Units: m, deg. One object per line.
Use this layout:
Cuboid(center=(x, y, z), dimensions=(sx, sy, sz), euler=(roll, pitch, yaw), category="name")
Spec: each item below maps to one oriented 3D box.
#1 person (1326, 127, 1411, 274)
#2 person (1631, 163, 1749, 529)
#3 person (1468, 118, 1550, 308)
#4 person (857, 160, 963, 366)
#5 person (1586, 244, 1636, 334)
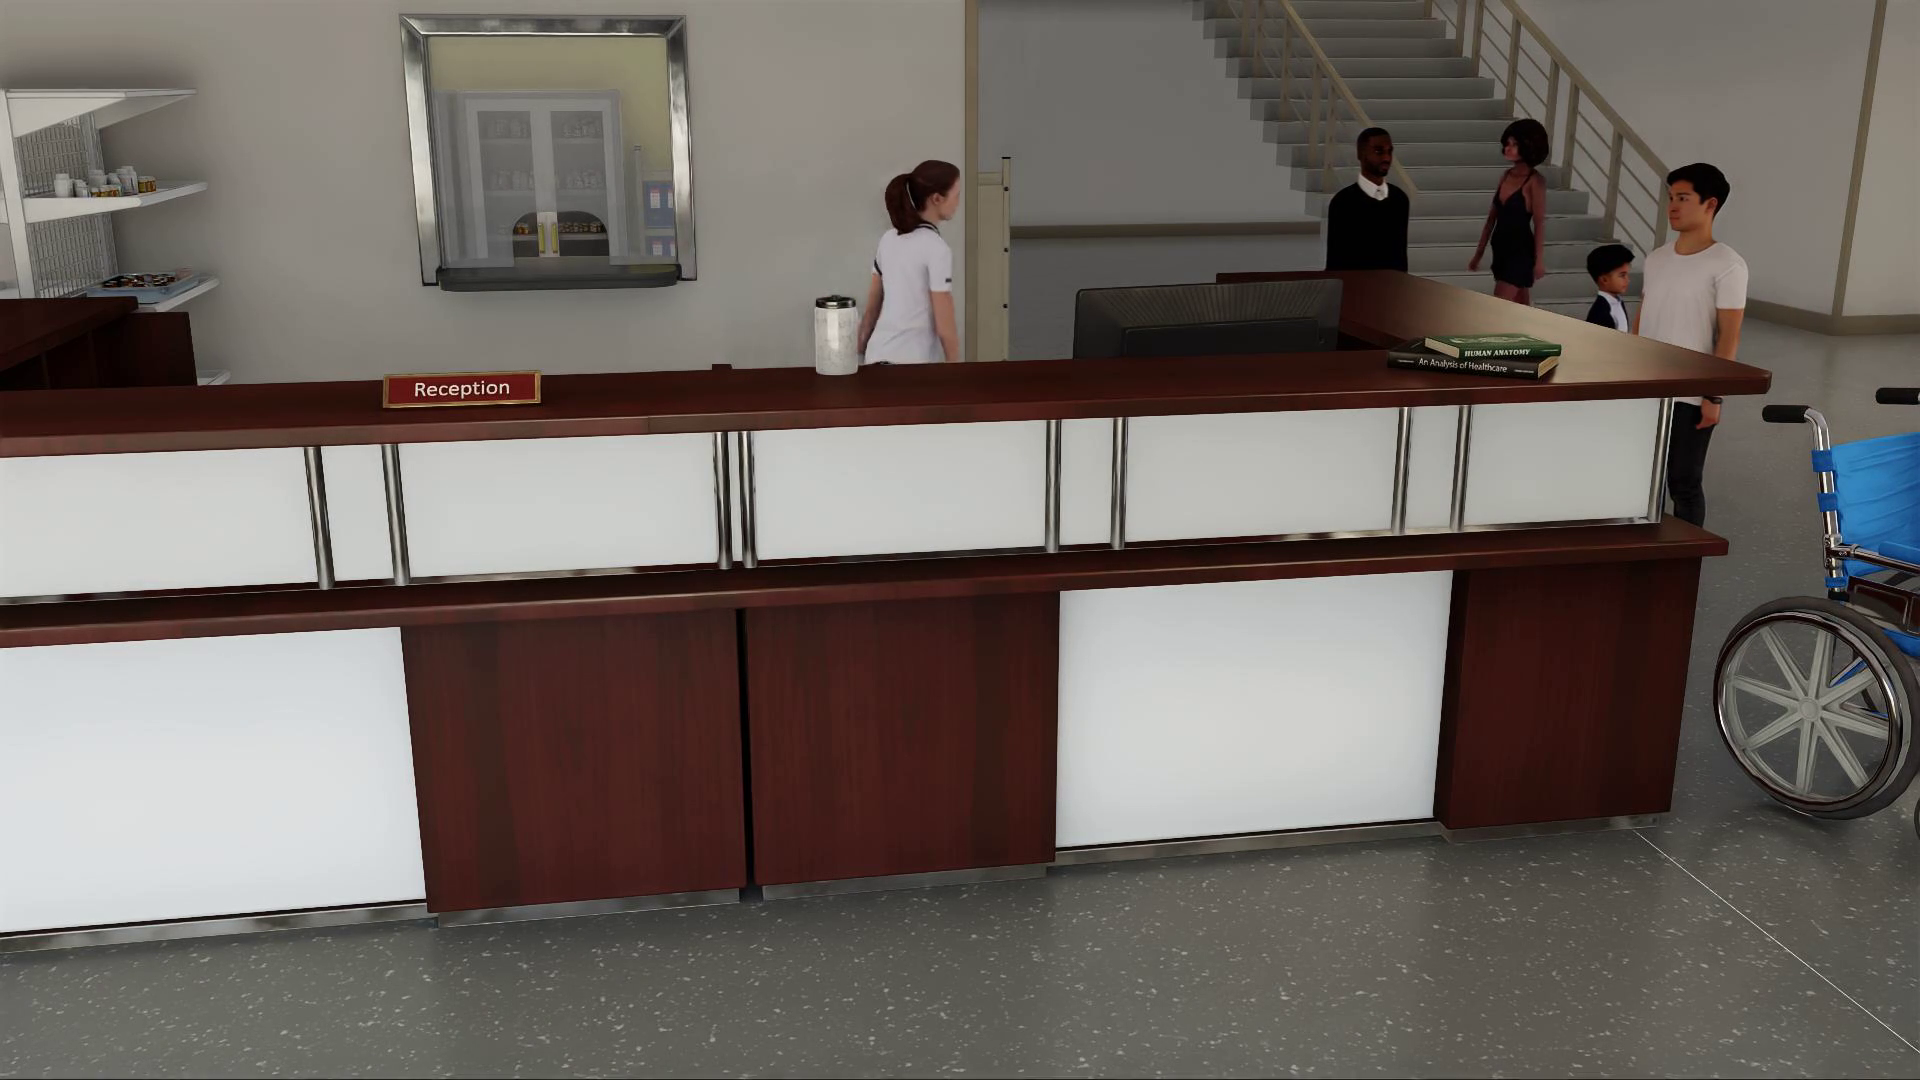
Cuboid(center=(2.028, -1.165, 8.414), dimensions=(0.673, 1.808, 0.628), euler=(-7, 17, -23), category="person")
Cuboid(center=(2.826, -0.612, 6.553), dimensions=(0.730, 1.722, 0.542), euler=(-6, 17, -22), category="person")
Cuboid(center=(3.615, -1.756, 10.628), dimensions=(0.682, 1.744, 1.037), euler=(-5, 16, -16), category="person")
Cuboid(center=(-0.308, -0.622, 6.688), dimensions=(0.915, 1.700, 0.893), euler=(15, 22, 42), category="person")
Cuboid(center=(3.295, -0.914, 8.604), dimensions=(0.621, 1.220, 0.567), euler=(11, 19, 35), category="person")
